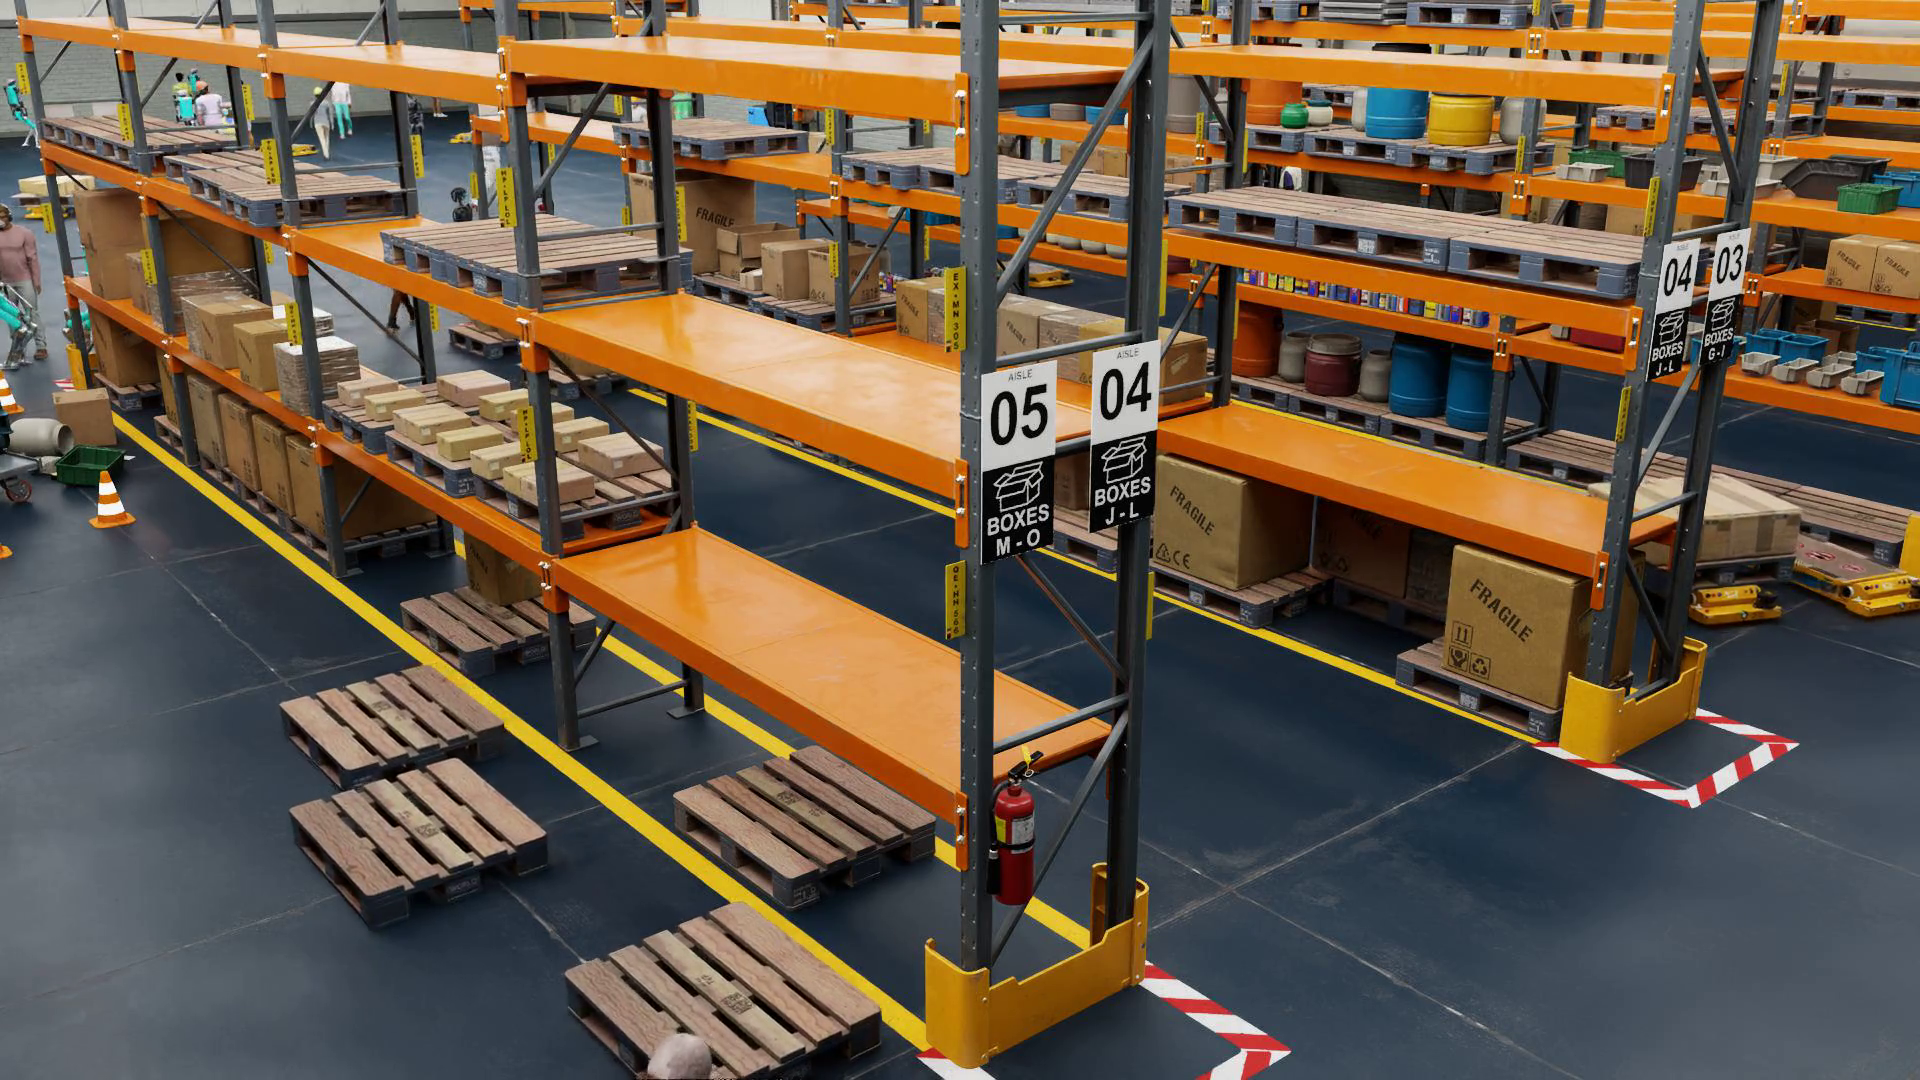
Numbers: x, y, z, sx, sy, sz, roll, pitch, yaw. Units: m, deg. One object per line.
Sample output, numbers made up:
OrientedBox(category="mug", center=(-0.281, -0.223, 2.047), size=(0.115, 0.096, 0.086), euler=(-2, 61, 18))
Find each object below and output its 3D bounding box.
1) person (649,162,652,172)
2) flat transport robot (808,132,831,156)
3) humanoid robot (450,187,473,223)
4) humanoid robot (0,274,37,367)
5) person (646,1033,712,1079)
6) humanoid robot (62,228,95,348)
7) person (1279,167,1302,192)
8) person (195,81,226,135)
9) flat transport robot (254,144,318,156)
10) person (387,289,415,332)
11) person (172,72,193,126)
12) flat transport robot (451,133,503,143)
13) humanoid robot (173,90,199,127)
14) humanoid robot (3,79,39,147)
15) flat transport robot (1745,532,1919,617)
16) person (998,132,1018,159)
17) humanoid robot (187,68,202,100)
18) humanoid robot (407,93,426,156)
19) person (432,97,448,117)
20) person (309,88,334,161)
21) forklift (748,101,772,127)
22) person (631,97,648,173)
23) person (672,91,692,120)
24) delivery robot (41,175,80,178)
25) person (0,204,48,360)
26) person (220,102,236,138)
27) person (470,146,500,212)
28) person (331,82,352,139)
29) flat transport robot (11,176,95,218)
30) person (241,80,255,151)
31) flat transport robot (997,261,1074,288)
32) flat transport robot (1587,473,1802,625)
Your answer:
OrientedBox(category="person", center=(-6.030, -7.557, 33.220), size=(0.338, 1.741, 0.480), euler=(7, 21, 20))
OrientedBox(category="flat transport robot", center=(-3.134, -8.422, 37.906), size=(1.431, 0.231, 0.659), euler=(4, 20, 12))
OrientedBox(category="humanoid robot", center=(-7.145, -4.249, 23.920), size=(0.557, 1.638, 0.610), euler=(-7, 20, -18))
OrientedBox(category="humanoid robot", center=(-11.482, -2.946, 19.990), size=(0.719, 1.715, 0.530), euler=(0, 19, 0))
OrientedBox(category="person", center=(-0.782, 2.283, 5.046), size=(0.533, 1.855, 0.410), euler=(9, 21, 24))
OrientedBox(category="humanoid robot", center=(-10.395, -2.846, 19.799), size=(0.548, 1.739, 0.963), euler=(18, 26, 41))
OrientedBox(category="person", center=(5.381, -5.490, 27.176), size=(0.389, 1.849, 0.563), euler=(8, 21, 23))
OrientedBox(category="person", center=(-17.608, -9.815, 39.286), size=(0.697, 1.990, 0.629), euler=(-15, 24, -35))
OrientedBox(category="flat transport robot", center=(-16.992, -9.831, 41.915), size=(1.431, 0.231, 0.659), euler=(7, 20, 18))
OrientedBox(category="person", center=(-7.496, -3.765, 22.190), size=(0.630, 1.901, 1.032), euler=(7, 20, 18))
OrientedBox(category="person", center=(-21.819, -12.278, 46.727), size=(0.550, 1.686, 0.353), euler=(-16, 25, -37))
OrientedBox(category="flat transport robot", center=(-12.902, -10.811, 44.704), size=(1.431, 0.231, 0.659), euler=(-2, 19, -6))
OrientedBox(category="humanoid robot", center=(-18.482, -9.805, 39.585), size=(0.679, 1.785, 0.546), euler=(13, 23, 32))
OrientedBox(category="humanoid robot", center=(-24.374, -11.122, 43.382), size=(0.540, 1.786, 0.782), euler=(10, 22, 26))
OrientedBox(category="flat transport robot", center=(6.894, 0.252, 13.219), size=(0.659, 0.231, 1.431), euler=(-7, 21, -19))
OrientedBox(category="person", center=(0.814, -7.197, 32.193), size=(0.590, 1.735, 0.735), euler=(-15, 24, -37))
OrientedBox(category="humanoid robot", center=(-21.516, -12.535, 47.517), size=(0.550, 1.865, 0.828), euler=(14, 24, 34))
OrientedBox(category="humanoid robot", center=(-13.544, -10.397, 41.410), size=(0.602, 1.646, 0.359), euler=(8, 21, 22))
OrientedBox(category="person", center=(-16.279, -14.098, 51.635), size=(0.402, 1.878, 0.497), euler=(-18, 26, -41))
OrientedBox(category="person", center=(-15.680, -10.210, 40.813), size=(0.530, 1.718, 0.884), euler=(-13, 23, -32))
OrientedBox(category="forklift", center=(-4.526, -11.368, 42.374), size=(1.129, 2.768, 1.873), euler=(-15, 24, -37))
OrientedBox(category="person", center=(-7.268, -9.116, 37.457), size=(0.590, 1.900, 0.393), euler=(5, 20, 13))
OrientedBox(category="person", center=(-6.664, -10.058, 39.987), size=(0.499, 1.967, 0.469), euler=(-6, 20, -16))
OrientedBox(category="delivery robot", center=(-18.742, -7.451, 34.734), size=(0.814, 0.611, 0.499), euler=(-15, 24, -36))
OrientedBox(category="person", center=(-11.633, -3.173, 20.475), size=(0.621, 1.932, 0.368), euler=(-4, 20, -12))
OrientedBox(category="person", center=(-15.249, -8.274, 35.060), size=(0.533, 1.876, 0.678), euler=(2, 19, 6))
OrientedBox(category="person", center=(-9.161, -7.299, 32.347), size=(0.955, 1.843, 0.589), euler=(-11, 22, -28))
OrientedBox(category="person", center=(-16.959, -11.992, 45.624), size=(0.487, 1.891, 0.652), euler=(-3, 20, -8))
OrientedBox(category="flat transport robot", center=(-17.460, -6.398, 32.146), size=(0.659, 0.231, 1.431), euler=(-2, 19, -6))
OrientedBox(category="person", center=(-17.978, -10.636, 41.834), size=(0.398, 1.845, 0.776), euler=(-8, 21, -20))
OrientedBox(category="flat transport robot", center=(1.046, -4.096, 25.593), size=(0.659, 0.231, 1.431), euler=(-14, 24, -34))
OrientedBox(category="flat transport robot", center=(5.685, 0.307, 13.062), size=(0.659, 0.231, 1.431), euler=(-5, 20, -13))
